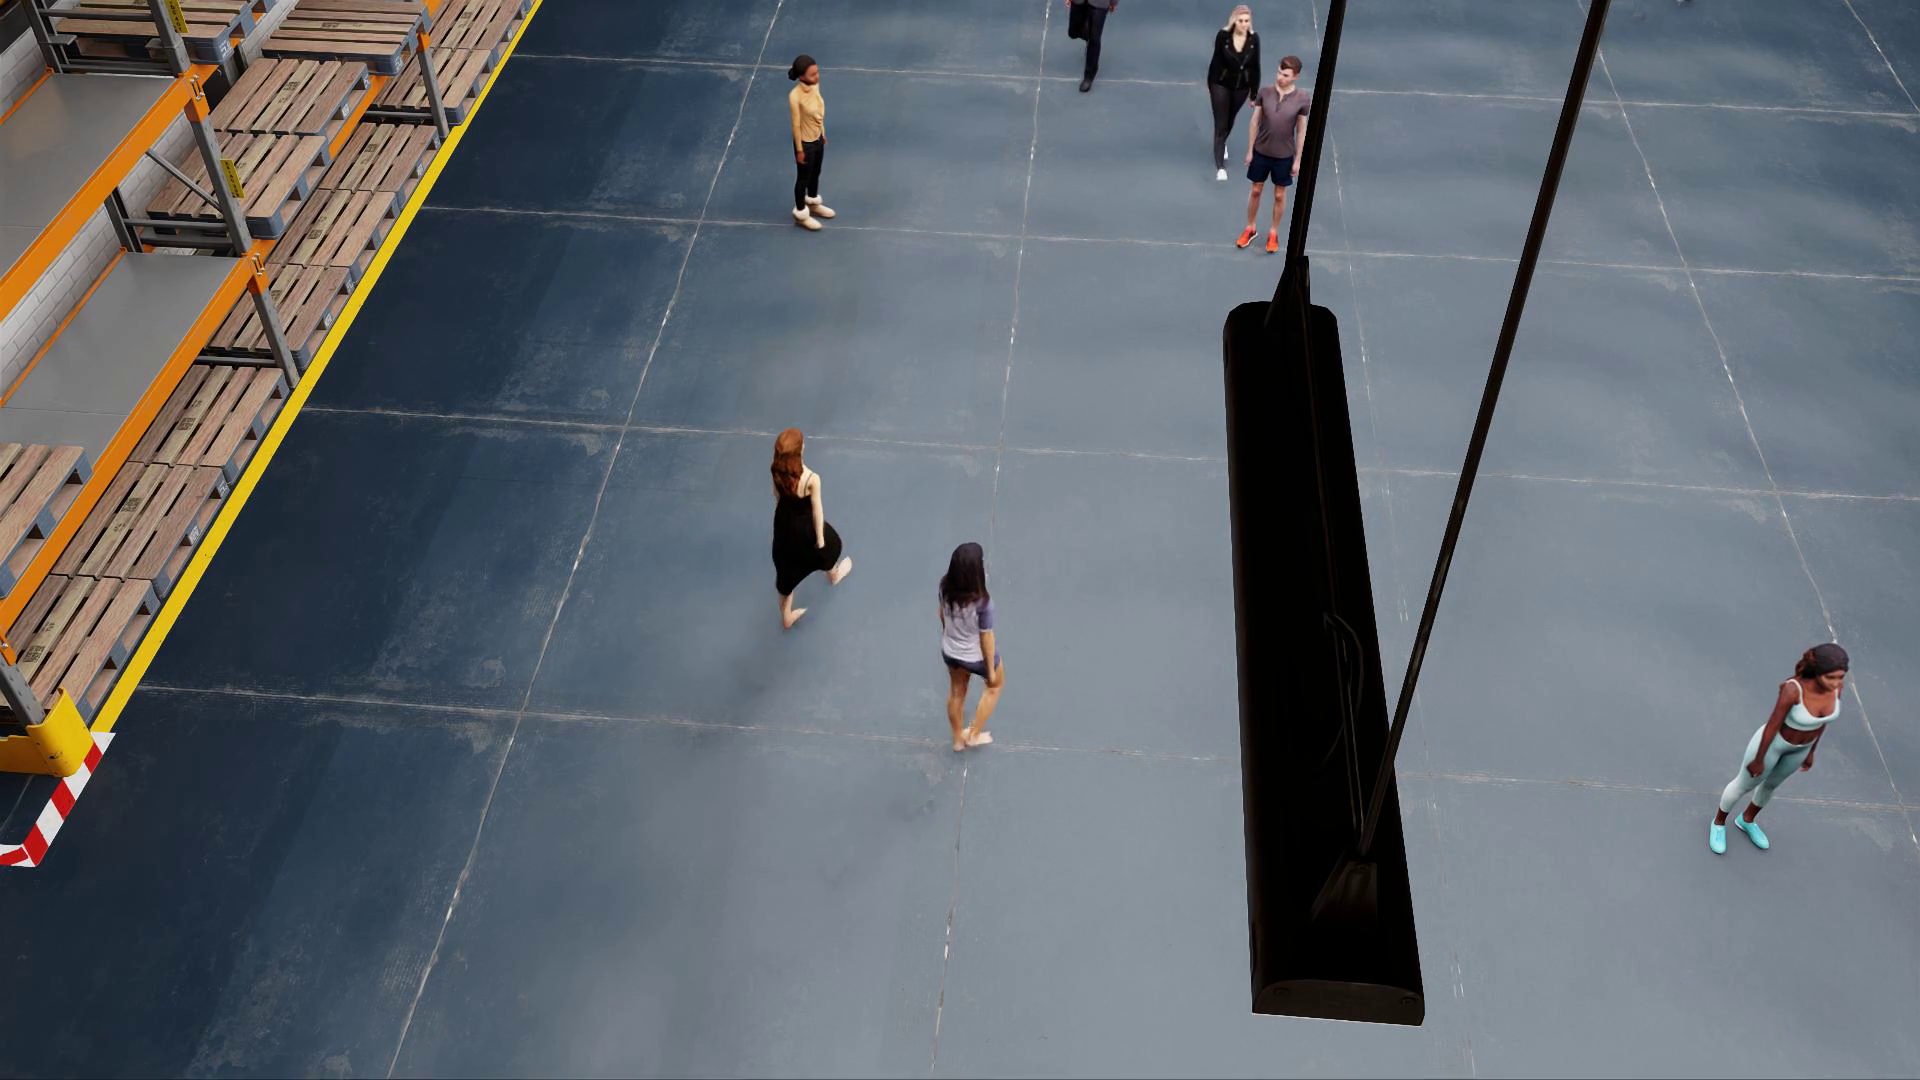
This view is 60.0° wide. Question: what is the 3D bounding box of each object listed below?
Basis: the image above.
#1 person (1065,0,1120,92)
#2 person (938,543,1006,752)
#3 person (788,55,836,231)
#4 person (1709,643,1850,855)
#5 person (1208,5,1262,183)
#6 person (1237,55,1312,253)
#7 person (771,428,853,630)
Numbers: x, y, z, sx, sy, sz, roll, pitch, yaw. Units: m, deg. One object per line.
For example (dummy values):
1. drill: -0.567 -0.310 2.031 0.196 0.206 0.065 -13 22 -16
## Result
1. person: 1.344 -5.511 16.804 0.908 1.820 1.066 17 46 17
2. person: 0.000 0.740 10.313 0.708 1.721 0.731 27 50 26
3. person: -1.364 -3.577 14.891 0.712 1.658 0.594 20 47 20
4. person: 4.846 1.221 9.806 0.614 1.725 0.609 -7 44 -8
5. person: 2.535 -4.270 15.629 0.713 1.642 1.142 -1 44 -1
6. person: 2.761 -3.396 14.559 0.715 1.853 0.664 16 46 16
7. person: -1.132 -0.033 11.216 0.826 1.595 1.063 20 47 20
